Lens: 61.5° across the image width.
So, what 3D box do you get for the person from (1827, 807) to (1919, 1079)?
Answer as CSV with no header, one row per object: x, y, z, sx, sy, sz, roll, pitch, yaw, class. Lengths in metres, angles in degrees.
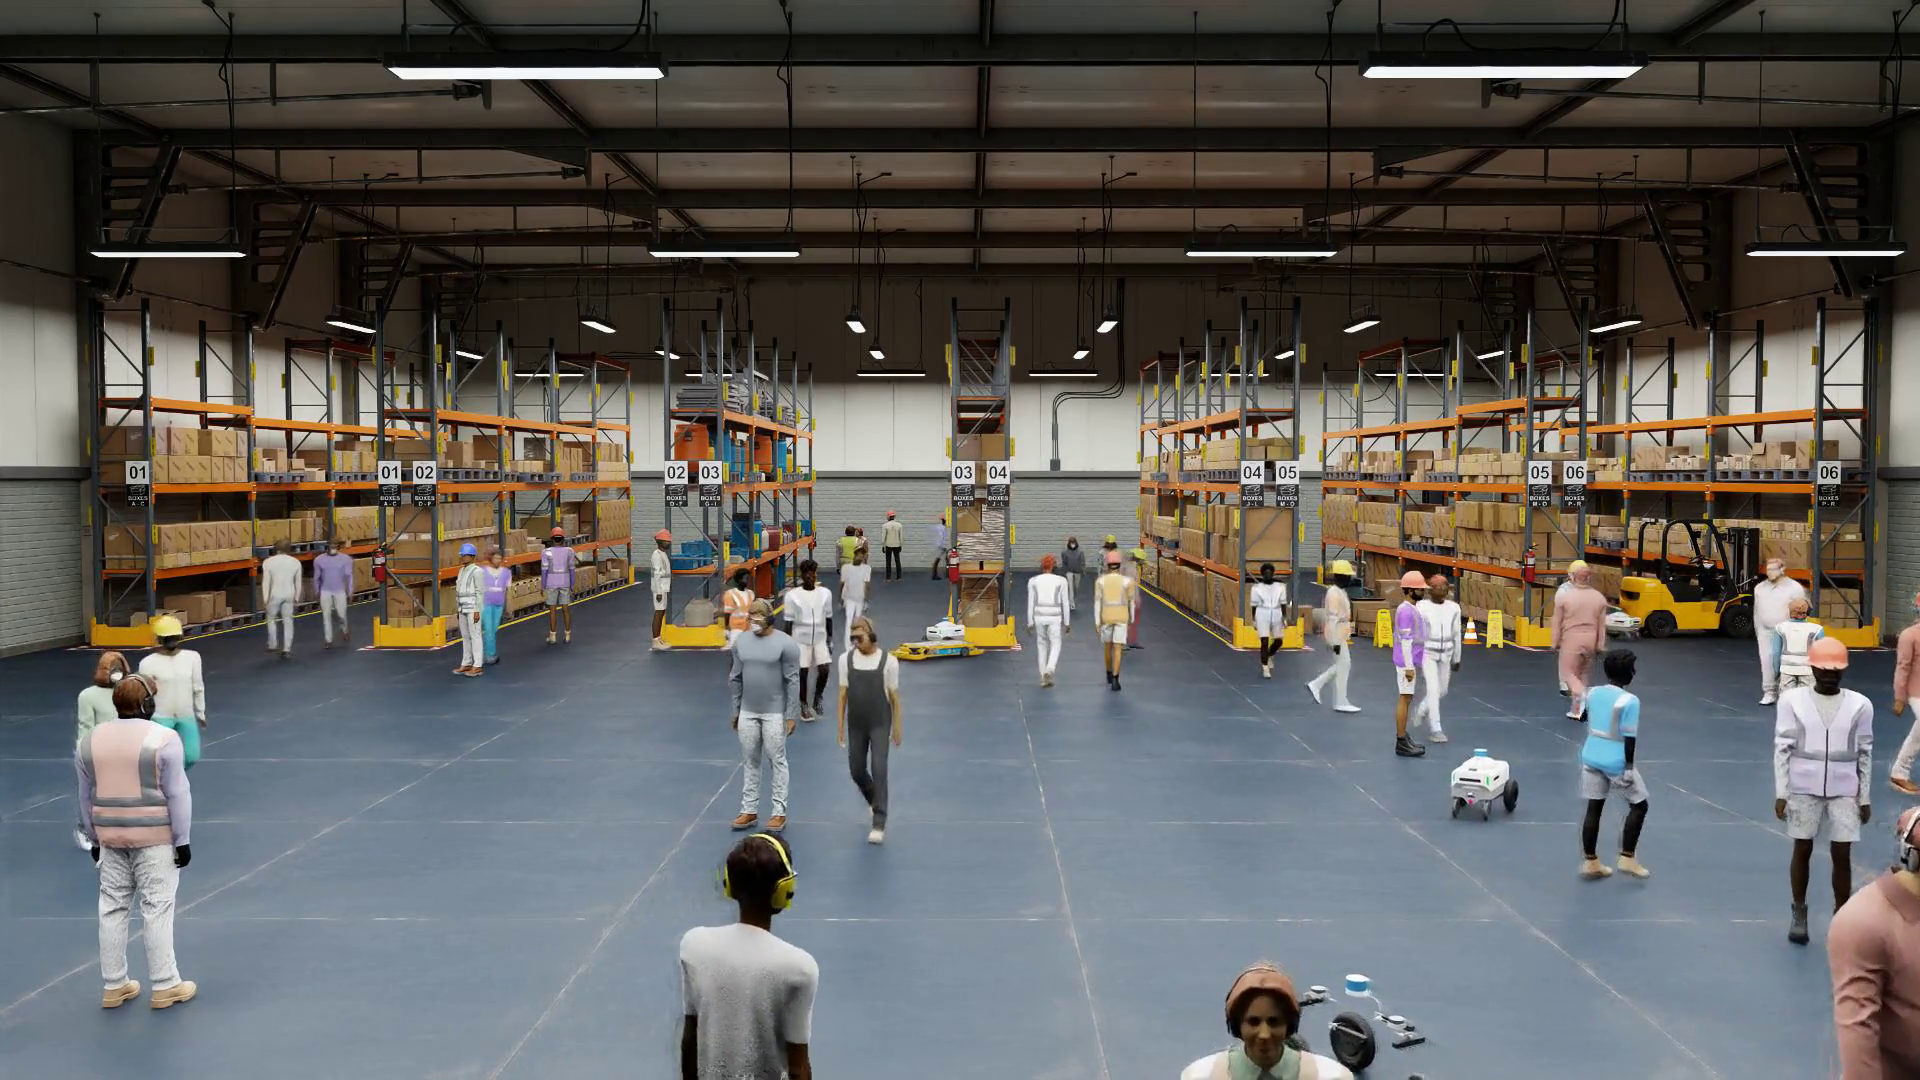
3.190,1.803,5.318,0.668,1.850,0.991,0,2,-12,person

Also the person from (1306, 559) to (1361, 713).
4.676,1.187,20.143,0.588,1.906,0.599,1,2,19,person

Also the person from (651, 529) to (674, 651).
-5.015,0.839,27.271,0.394,2.039,0.614,0,2,-1,person

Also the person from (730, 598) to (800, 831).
-1.629,1.443,13.421,0.629,1.932,0.379,1,2,23,person

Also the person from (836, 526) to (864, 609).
-2.424,0.603,35.680,0.634,1.842,0.429,0,2,3,person

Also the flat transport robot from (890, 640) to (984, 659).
-0.365,1.773,26.237,1.431,0.197,0.652,-2,3,-37,flat transport robot

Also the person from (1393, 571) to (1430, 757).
4.776,1.293,17.097,0.369,1.939,0.542,1,2,20,person

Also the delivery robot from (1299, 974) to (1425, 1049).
1.889,2.195,7.693,0.335,0.223,0.698,-1,3,-31,delivery robot

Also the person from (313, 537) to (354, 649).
-10.719,0.892,27.648,0.660,1.908,0.719,-1,2,-15,person

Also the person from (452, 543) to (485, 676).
-7.228,1.021,23.790,0.610,1.950,0.377,2,3,43,person

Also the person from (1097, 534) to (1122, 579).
3.094,0.750,33.271,0.513,1.724,0.482,0,2,-3,person

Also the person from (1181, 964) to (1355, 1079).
0.861,1.957,4.505,0.508,1.608,0.821,0,2,8,person

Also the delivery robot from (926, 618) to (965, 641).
-0.237,1.551,27.144,0.477,0.478,0.707,2,3,39,delivery robot

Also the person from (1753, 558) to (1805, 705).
10.504,1.171,20.715,0.542,1.891,0.662,-2,3,-38,person

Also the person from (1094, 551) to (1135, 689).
2.161,1.105,22.490,0.545,1.888,0.950,1,2,16,person

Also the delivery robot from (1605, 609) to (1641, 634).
11.840,1.477,28.997,0.477,0.478,0.707,-1,3,-34,delivery robot

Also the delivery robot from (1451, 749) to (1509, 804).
4.542,2.069,14.088,0.477,0.478,0.707,1,3,32,delivery robot

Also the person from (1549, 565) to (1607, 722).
7.390,1.236,19.235,0.644,1.885,0.746,0,2,-9,person

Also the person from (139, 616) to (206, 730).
-6.768,1.510,13.837,0.473,1.750,0.549,2,3,41,person

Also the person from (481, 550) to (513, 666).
-7.190,1.052,24.967,0.586,1.787,0.971,-2,3,-36,person

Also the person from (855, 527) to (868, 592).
-2.554,0.500,40.776,0.522,1.638,0.310,1,3,29,person

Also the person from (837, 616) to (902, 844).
-0.718,1.509,13.196,0.542,1.823,0.691,0,2,11,person

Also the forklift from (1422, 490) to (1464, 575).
13.926,-0.371,47.846,1.873,2.768,1.129,0,2,0,forklift

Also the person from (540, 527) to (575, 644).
-7.089,0.792,28.419,0.615,2.041,0.385,-1,3,-32,person

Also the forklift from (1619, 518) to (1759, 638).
13.417,0.684,29.791,2.313,2.155,1.214,0,2,0,forklift

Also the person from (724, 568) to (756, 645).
-2.899,1.220,21.929,0.568,1.682,0.554,2,3,37,person

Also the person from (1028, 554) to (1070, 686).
1.224,1.122,22.403,0.581,1.868,0.663,1,2,14,person

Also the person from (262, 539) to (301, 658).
-11.040,0.941,26.186,0.664,1.914,0.741,-2,3,-45,person

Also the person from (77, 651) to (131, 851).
-6.608,1.645,12.519,0.855,1.595,0.506,2,3,38,person

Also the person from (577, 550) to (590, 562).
-11.068,0.269,47.005,0.706,1.605,0.504,2,3,44,person

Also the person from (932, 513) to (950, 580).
-0.388,0.194,45.408,0.985,1.879,0.548,1,3,31,person

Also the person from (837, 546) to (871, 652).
-1.712,1.005,26.051,0.547,1.824,0.894,-1,2,-16,person

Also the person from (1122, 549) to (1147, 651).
2.911,1.003,27.100,0.658,1.710,0.574,0,2,-3,person

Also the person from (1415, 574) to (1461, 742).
5.306,1.297,18.146,0.590,1.859,0.792,0,2,-10,person

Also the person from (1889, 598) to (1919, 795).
8.791,1.397,14.607,0.626,1.941,1.046,-1,2,-18,person

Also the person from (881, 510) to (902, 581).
-1.910,0.159,45.140,0.622,1.986,0.414,-1,3,-25,person

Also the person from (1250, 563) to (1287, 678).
4.507,1.160,23.637,0.541,1.677,0.467,0,2,-5,person

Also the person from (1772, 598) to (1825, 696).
8.941,1.436,17.202,0.523,1.639,0.306,2,3,41,person

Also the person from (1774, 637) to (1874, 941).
5.440,1.570,10.178,0.558,1.935,0.373,1,2,22,person

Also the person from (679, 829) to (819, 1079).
-0.692,1.826,4.984,0.521,1.847,0.852,1,2,20,person

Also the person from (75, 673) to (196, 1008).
-4.567,1.662,8.993,0.626,1.846,0.429,0,2,6,person

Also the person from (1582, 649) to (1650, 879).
4.793,1.633,11.783,0.540,1.680,0.550,-1,2,-22,person

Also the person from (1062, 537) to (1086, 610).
2.496,0.726,35.544,0.510,1.601,0.804,0,2,-5,person

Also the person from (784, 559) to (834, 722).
-1.783,1.199,19.283,0.648,1.945,0.512,-1,2,-22,person

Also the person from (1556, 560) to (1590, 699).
8.159,1.178,21.364,0.600,1.827,0.404,-1,3,-30,person
